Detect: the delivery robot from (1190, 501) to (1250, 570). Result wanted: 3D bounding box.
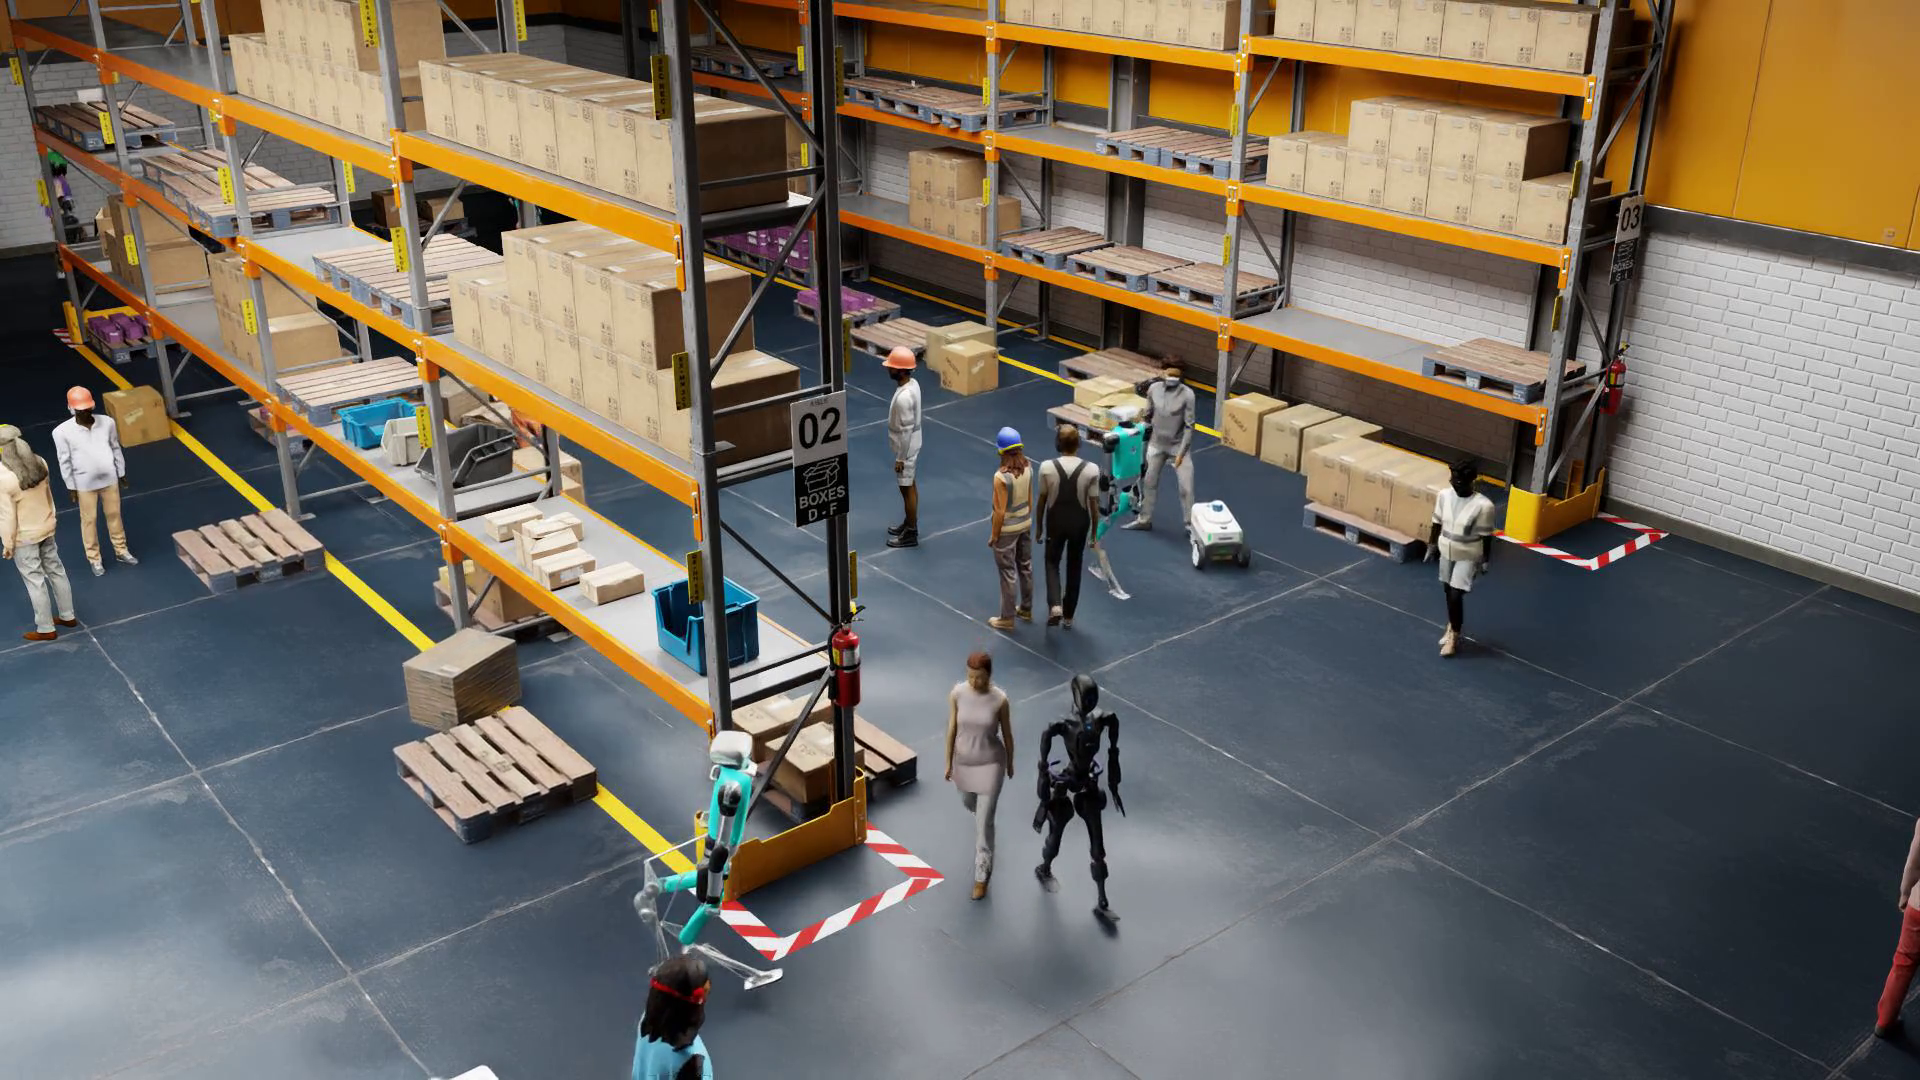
[{"bbox_3d":[2.380,-0.069,15.436,0.499,0.589,0.784,-2,23,-5],"label":"delivery robot"}]

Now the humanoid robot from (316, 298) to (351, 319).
[{"bbox_3d":[-8.619,-3.735,22.508,1.068,1.719,0.534,5,24,11],"label":"humanoid robot"}]

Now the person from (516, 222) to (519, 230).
[{"bbox_3d":[-5.268,-2.995,20.509,0.411,1.913,0.640,13,27,28],"label":"person"}]

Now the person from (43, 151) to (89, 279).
[{"bbox_3d":[-13.248,-4.850,24.815,0.831,1.897,0.580,-7,24,-15],"label":"person"}]

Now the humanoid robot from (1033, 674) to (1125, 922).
[{"bbox_3d":[0.735,1.563,10.297,0.601,1.625,0.766,-9,25,-20],"label":"humanoid robot"}]

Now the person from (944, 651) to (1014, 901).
[{"bbox_3d":[0.138,1.396,10.697,0.424,1.615,0.823,7,24,17],"label":"person"}]

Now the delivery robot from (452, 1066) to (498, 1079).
[{"bbox_3d":[-2.637,2.980,8.368,0.767,0.583,0.499,-18,29,-36],"label":"delivery robot"}]

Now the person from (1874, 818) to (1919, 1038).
[{"bbox_3d":[5.390,2.030,9.067,0.337,1.755,0.516,-20,31,-39],"label":"person"}]

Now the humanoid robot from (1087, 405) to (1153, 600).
[{"bbox_3d":[1.279,-0.397,14.736,0.534,1.782,0.845,-18,29,-36],"label":"humanoid robot"}]

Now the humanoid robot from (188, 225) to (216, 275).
[{"bbox_3d":[-10.583,-3.948,23.050,0.732,1.634,0.602,8,25,18],"label":"humanoid robot"}]

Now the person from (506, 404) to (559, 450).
[{"bbox_3d":[-4.546,-1.566,17.394,0.483,1.750,0.583,7,24,16],"label":"person"}]

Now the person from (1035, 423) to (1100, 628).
[{"bbox_3d":[0.898,-0.078,13.862,0.533,1.823,0.479,1,23,3],"label":"person"}]

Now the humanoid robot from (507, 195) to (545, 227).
[{"bbox_3d":[-6.878,-5.477,26.469,0.558,1.797,0.672,-16,28,-33],"label":"humanoid robot"}]

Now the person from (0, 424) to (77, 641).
[{"bbox_3d":[-7.681,-0.064,13.768,0.412,1.876,0.553,6,24,13],"label":"person"}]

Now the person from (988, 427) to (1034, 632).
[{"bbox_3d":[0.419,-0.097,13.963,0.322,1.775,0.469,20,31,39],"label":"person"}]

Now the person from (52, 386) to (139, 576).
[{"bbox_3d":[-7.814,-0.555,15.054,0.332,1.752,0.562,19,29,36],"label":"person"}]

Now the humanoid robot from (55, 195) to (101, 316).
[{"bbox_3d":[-12.324,-3.950,23.058,0.593,1.625,0.730,11,26,25],"label":"humanoid robot"}]

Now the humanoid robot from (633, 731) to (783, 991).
[{"bbox_3d":[-1.543,1.881,9.457,1.015,1.728,0.534,0,23,0],"label":"humanoid robot"}]

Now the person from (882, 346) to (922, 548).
[{"bbox_3d":[-0.534,-0.875,15.562,0.352,1.942,0.544,1,23,2],"label":"person"}]

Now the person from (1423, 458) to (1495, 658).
[{"bbox_3d":[4.006,0.141,13.533,0.574,1.673,0.545,-17,29,-34],"label":"person"}]

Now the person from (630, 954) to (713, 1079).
[{"bbox_3d":[-1.161,2.656,7.517,0.894,1.830,0.515,-19,30,-37],"label":"person"}]

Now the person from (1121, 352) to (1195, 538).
[{"bbox_3d":[1.973,-0.892,15.690,0.802,1.875,0.414,12,26,26],"label":"person"}]

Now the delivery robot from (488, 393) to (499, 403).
[{"bbox_3d":[-5.659,-1.952,19.802,0.525,0.594,0.765,4,24,9],"label":"delivery robot"}]
